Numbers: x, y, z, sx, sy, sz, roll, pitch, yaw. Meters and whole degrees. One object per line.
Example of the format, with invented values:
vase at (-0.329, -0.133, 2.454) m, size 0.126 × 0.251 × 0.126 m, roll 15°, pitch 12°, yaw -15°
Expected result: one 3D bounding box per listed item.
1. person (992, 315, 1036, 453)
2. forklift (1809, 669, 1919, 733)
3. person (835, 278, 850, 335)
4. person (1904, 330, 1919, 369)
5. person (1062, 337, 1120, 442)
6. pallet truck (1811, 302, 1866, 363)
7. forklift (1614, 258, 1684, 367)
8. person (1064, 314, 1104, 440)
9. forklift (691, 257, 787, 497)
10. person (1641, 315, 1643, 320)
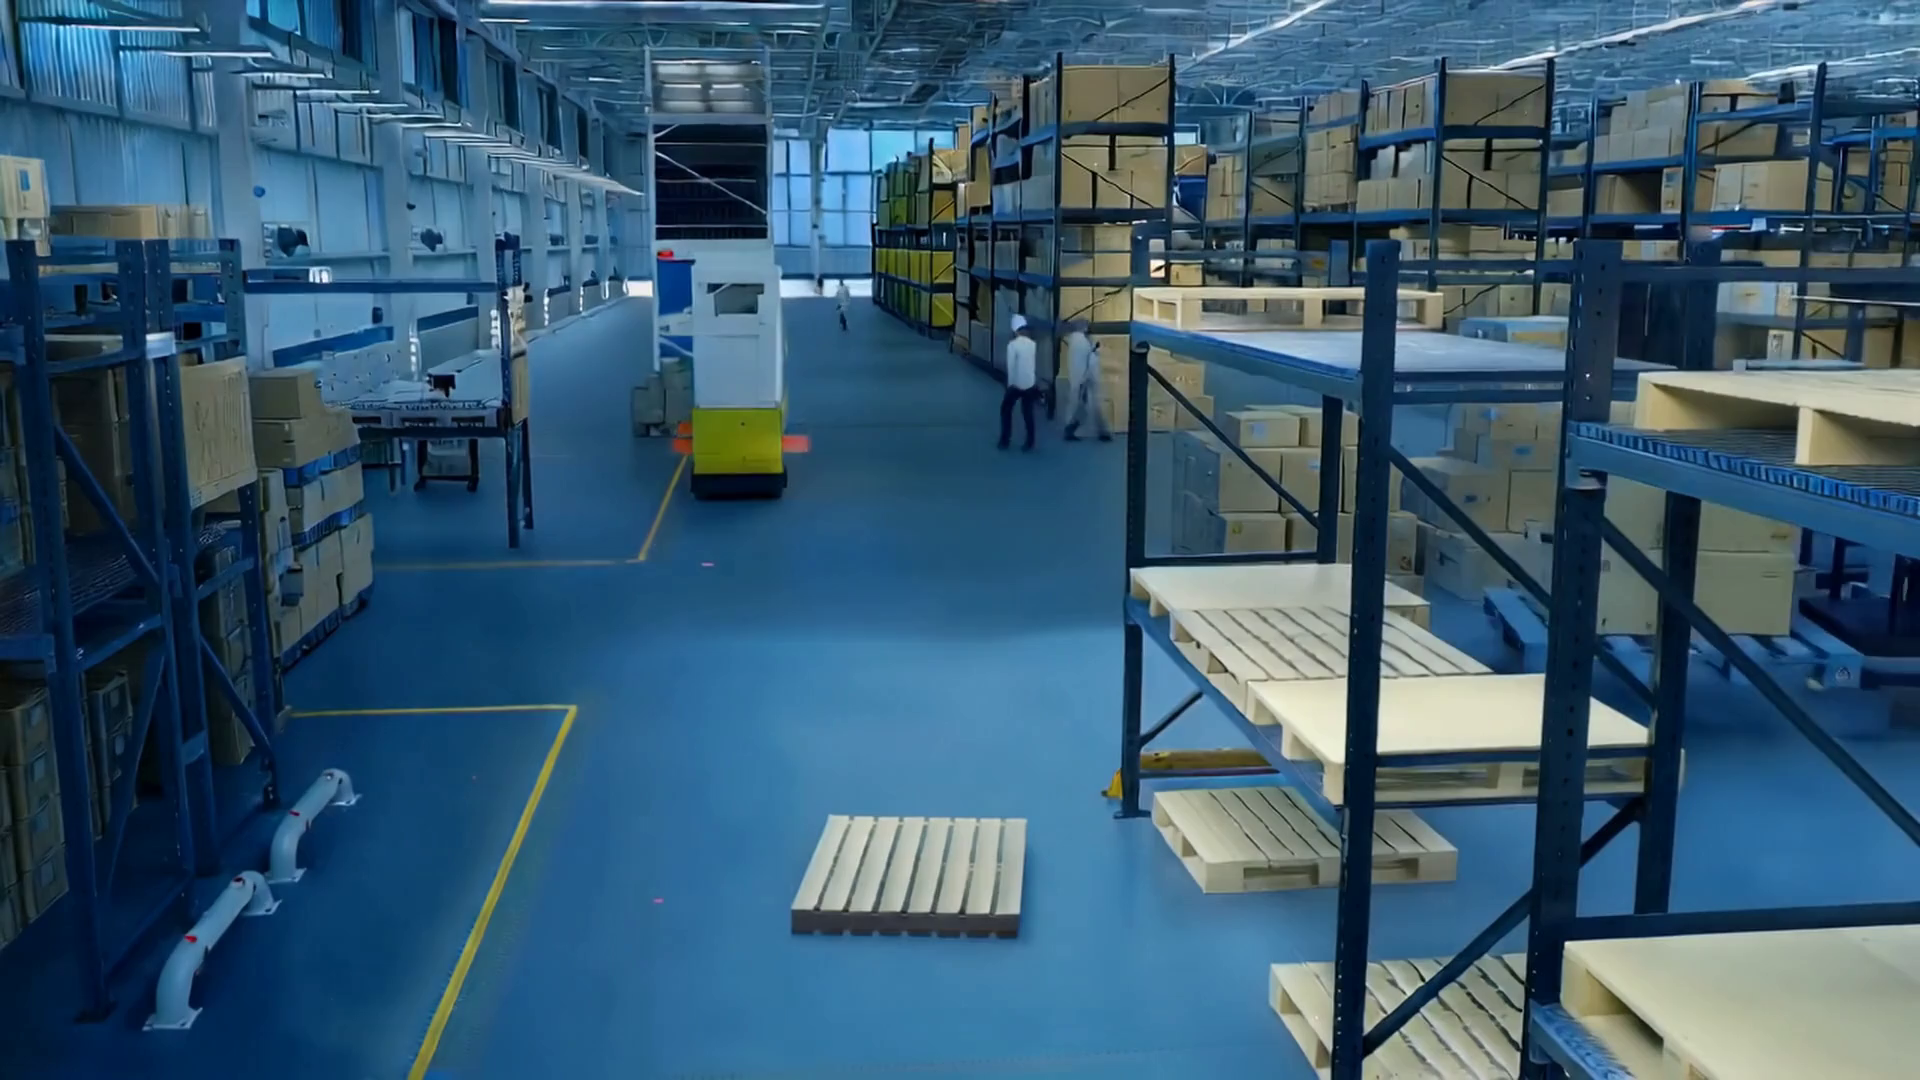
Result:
person at (0.782, -2.234, 23.836) m, size 0.796 × 1.963 × 0.665 m, roll 9°, pitch 13°, yaw 39°
forklift at (6.592, -0.255, 10.344) m, size 1.873 × 2.768 × 1.129 m, roll 2°, pitch 10°, yaw 9°
person at (-3.752, -7.533, 53.630) m, size 0.488 × 1.833 × 0.748 m, roll 8°, pitch 13°, yaw 36°
person at (15.490, -2.707, 26.759) m, size 0.962 × 1.870 × 0.644 m, roll -2°, pitch 10°, yaw -13°
person at (1.945, -2.254, 25.015) m, size 0.865 × 1.582 × 0.568 m, roll 1°, pitch 10°, yaw 4°
pallet truck at (15.846, -3.142, 28.793) m, size 1.885 × 1.965 × 0.823 m, roll 2°, pitch 10°, yaw 12°
forklift at (7.710, -1.785, 18.824) m, size 1.873 × 2.768 × 1.129 m, roll -1°, pitch 10°, yaw -7°
person at (1.955, -2.460, 25.240) m, size 0.829 × 1.910 × 0.662 m, roll -2°, pitch 10°, yaw -11°
forklift at (-2.686, -2.012, 20.084) m, size 1.129 × 2.768 × 1.873 m, roll -1°, pitch 10°, yaw -6°
person at (13.242, -3.823, 32.768) m, size 0.604 × 1.931 × 0.928 m, roll -3°, pitch 11°, yaw -15°
